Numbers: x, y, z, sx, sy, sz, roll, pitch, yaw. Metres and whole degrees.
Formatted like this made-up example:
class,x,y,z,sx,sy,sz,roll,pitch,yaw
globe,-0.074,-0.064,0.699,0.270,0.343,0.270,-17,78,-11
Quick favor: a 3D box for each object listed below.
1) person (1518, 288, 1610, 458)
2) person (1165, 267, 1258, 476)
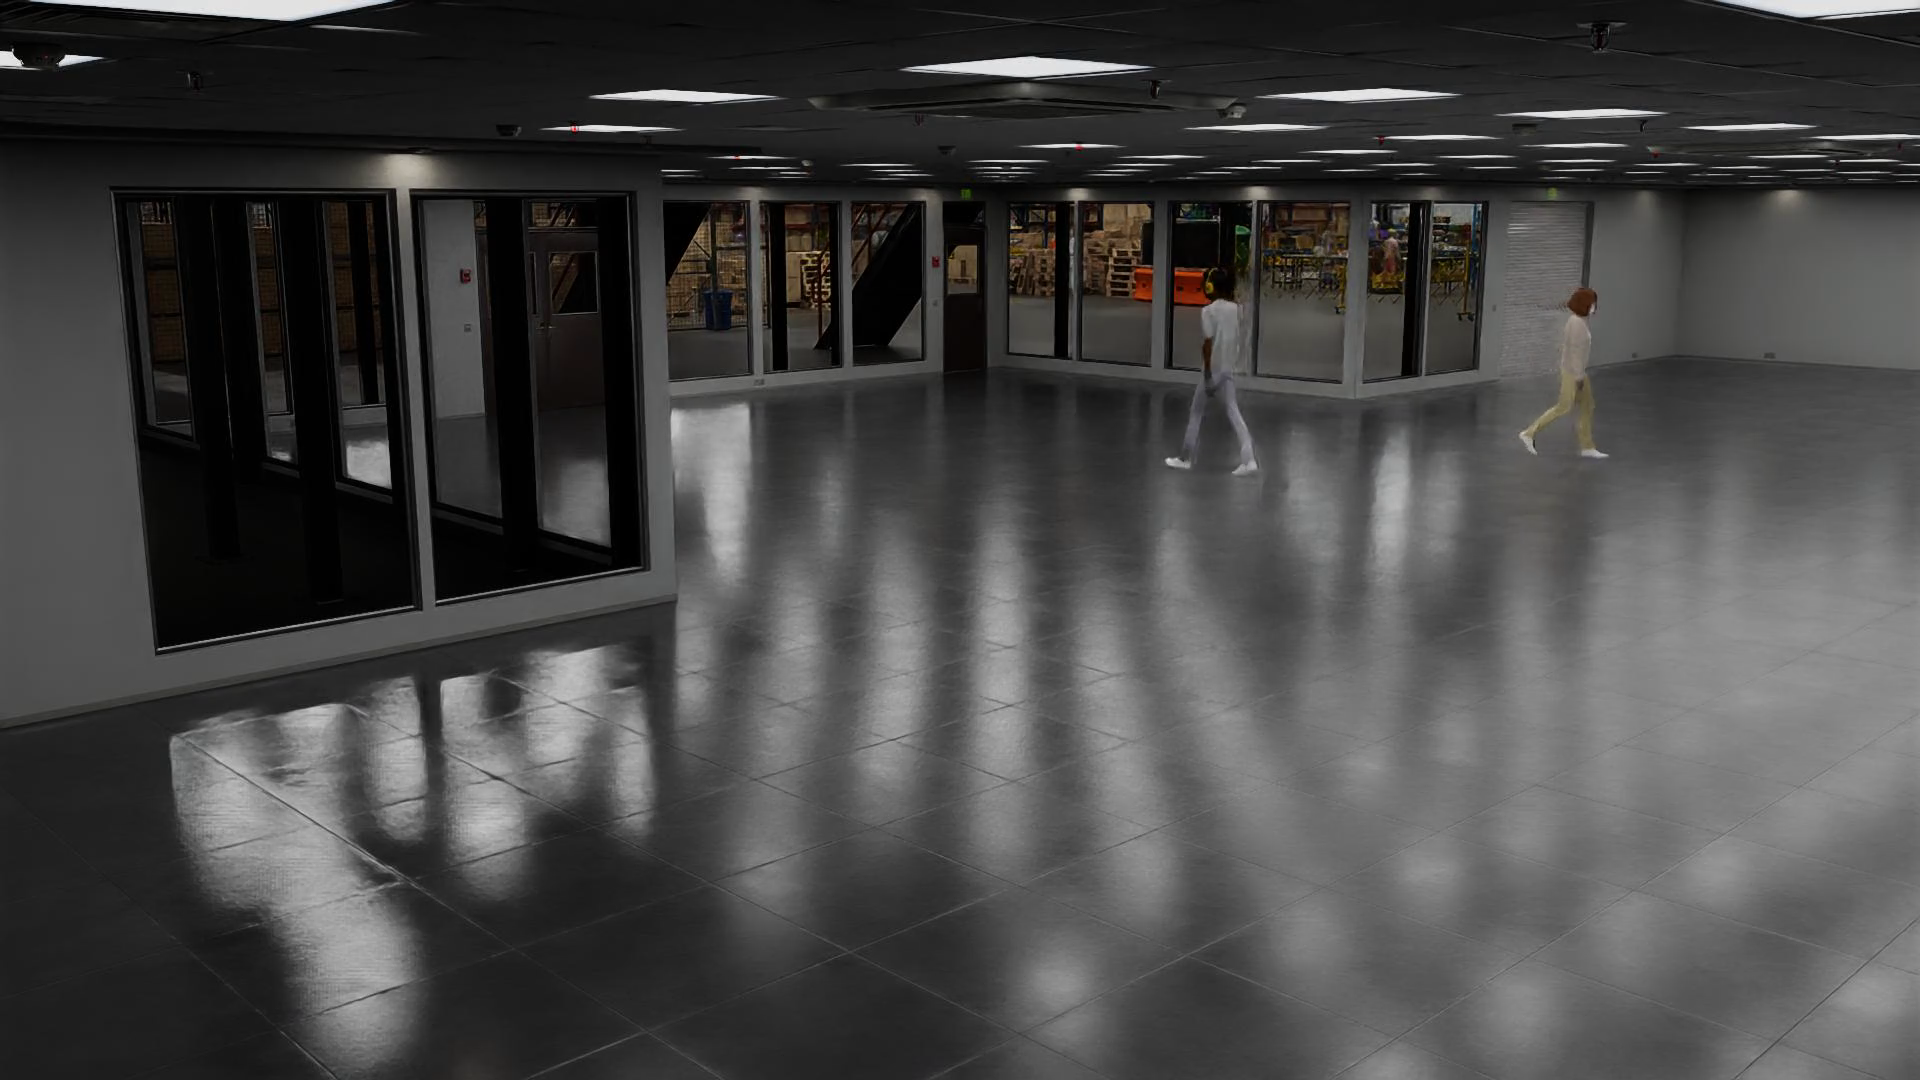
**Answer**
class,x,y,z,sx,sy,sz,roll,pitch,yaw
person,5.693,-1.565,15.562,0.774,1.596,0.498,6,13,27
person,2.267,-1.476,14.607,0.518,1.823,0.993,-8,14,-35
